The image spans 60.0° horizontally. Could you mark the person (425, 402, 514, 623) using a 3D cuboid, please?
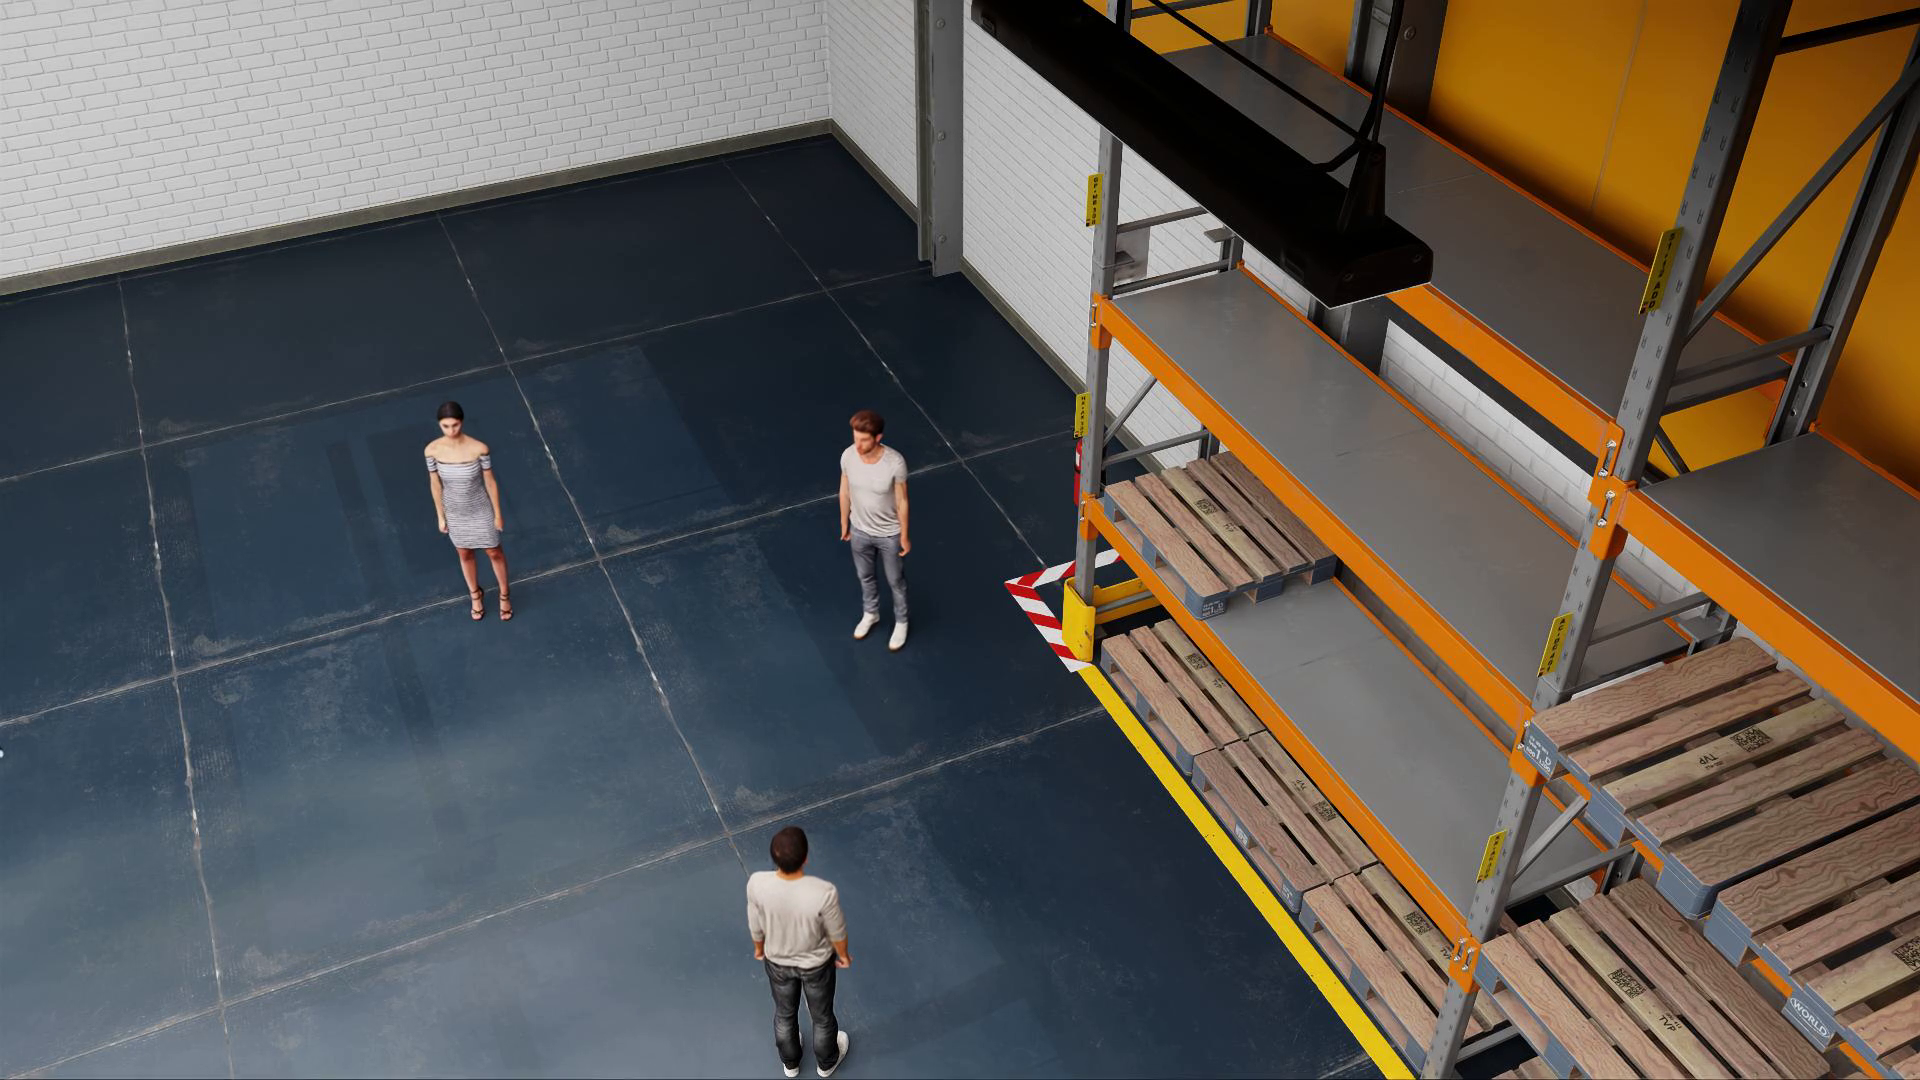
[{"bbox_3d":[-3.368,-0.192,11.445,0.659,1.821,0.633,-3,39,-4],"label":"person"}]

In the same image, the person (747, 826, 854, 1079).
[{"bbox_3d":[-0.828,2.133,8.543,0.736,1.811,0.733,5,39,6],"label":"person"}]

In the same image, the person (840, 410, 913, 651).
[{"bbox_3d":[-0.552,-0.097,11.274,0.747,1.887,0.806,12,40,15],"label":"person"}]
